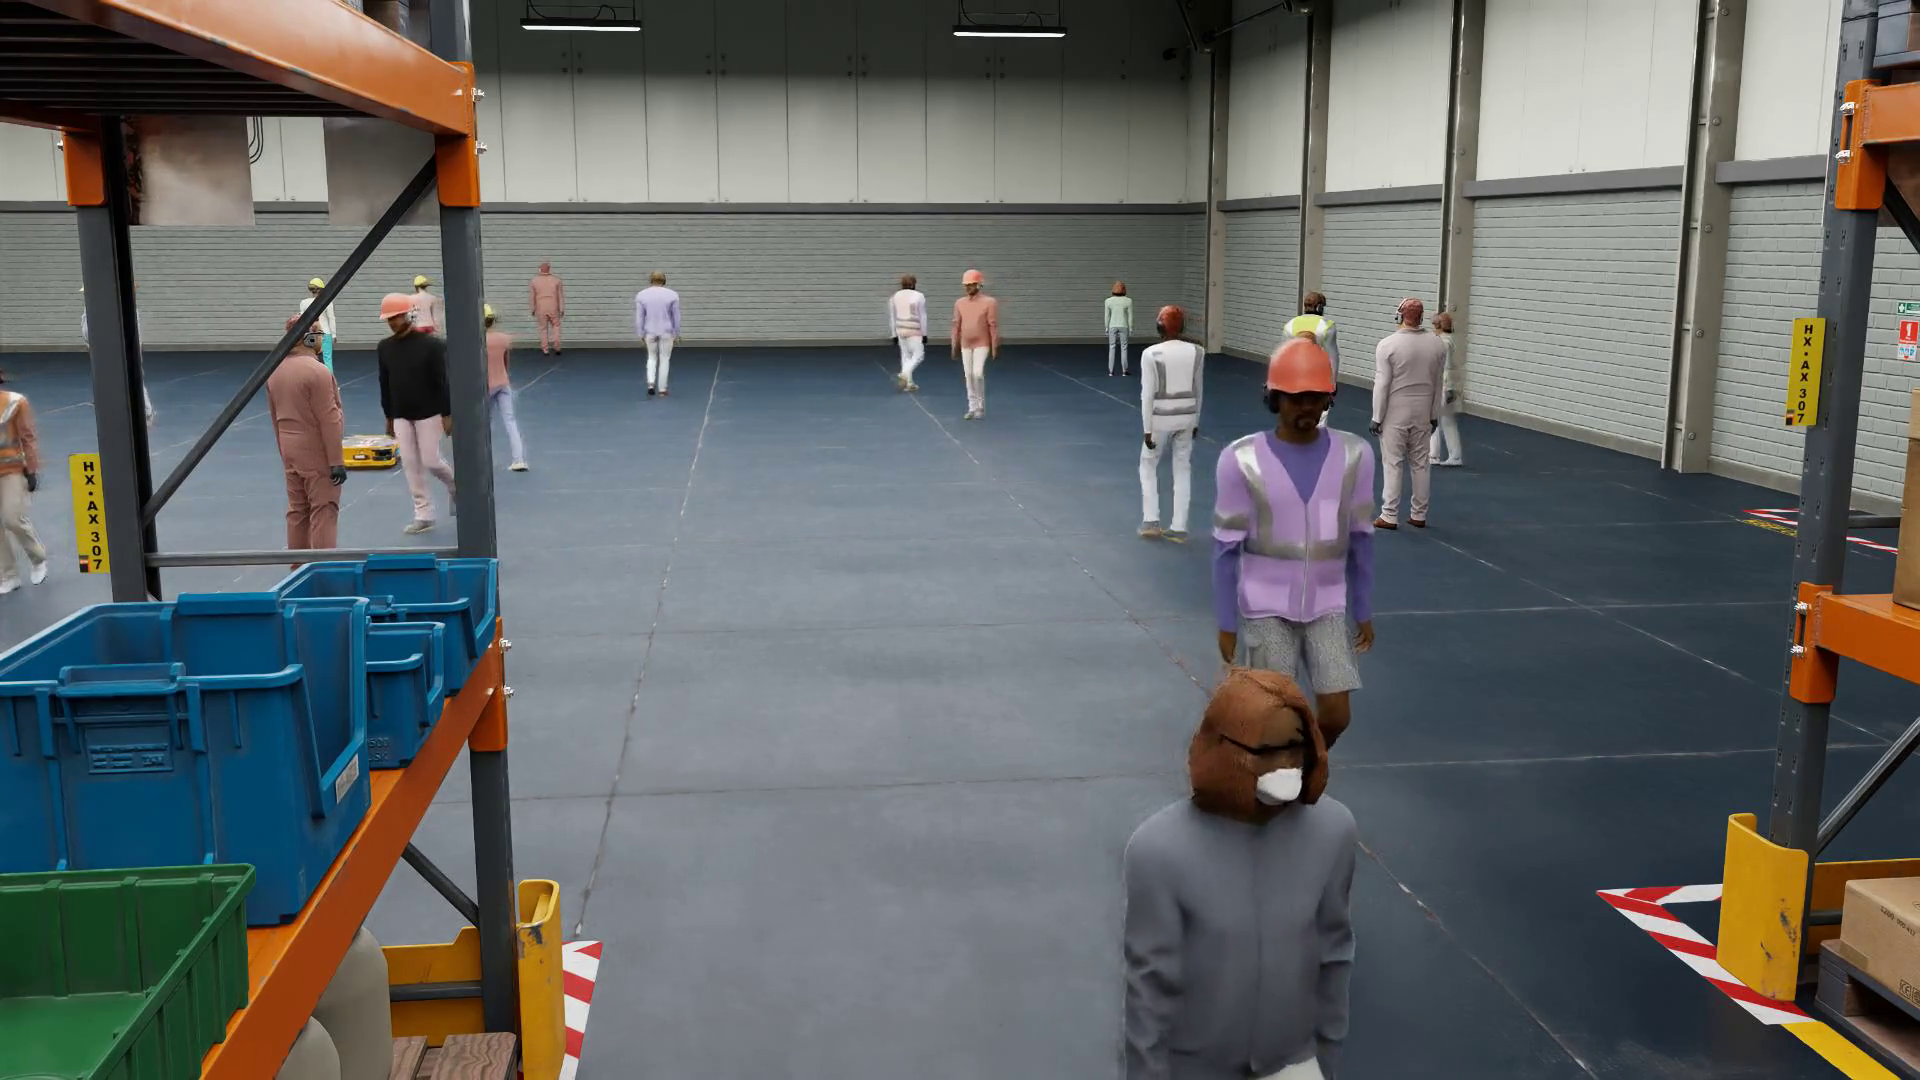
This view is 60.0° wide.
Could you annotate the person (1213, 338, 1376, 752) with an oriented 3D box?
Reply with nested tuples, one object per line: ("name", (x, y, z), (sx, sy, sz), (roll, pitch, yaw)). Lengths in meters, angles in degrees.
("person", (1.273, 0.253, 6.310), (0.641, 2.030, 0.439), (-1, 10, -4))

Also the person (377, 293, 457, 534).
("person", (-4.416, -1.049, 13.655), (0.625, 1.959, 0.658), (3, 11, 15))

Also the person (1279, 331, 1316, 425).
("person", (2.835, -0.945, 13.994), (0.279, 1.626, 0.512), (-2, 10, -9))

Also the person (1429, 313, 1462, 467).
("person", (5.049, -1.568, 17.414), (0.539, 1.609, 0.549), (4, 11, 19))

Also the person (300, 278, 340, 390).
("person", (-10.011, -3.202, 26.004), (0.524, 1.759, 0.328), (0, 10, -1))

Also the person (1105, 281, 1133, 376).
("person", (2.759, -3.662, 28.868), (0.500, 1.633, 0.284), (3, 11, 14))

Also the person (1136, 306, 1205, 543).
("person", (1.652, -0.922, 13.197), (0.587, 1.862, 0.611), (-3, 11, -17))

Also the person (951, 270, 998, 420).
("person", (0.156, -2.552, 21.834), (0.646, 1.971, 0.527), (5, 12, 27))

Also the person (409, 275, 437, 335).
("person", (-9.211, -3.681, 28.643), (0.583, 1.745, 0.535), (7, 13, 35))

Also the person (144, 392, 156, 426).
("person", (-10.432, -2.273, 20.679), (0.567, 1.850, 0.933), (1, 10, 4))

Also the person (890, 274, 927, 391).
("person", (-0.810, -3.214, 25.882), (0.641, 1.828, 0.579), (7, 13, 34))

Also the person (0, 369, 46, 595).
("person", (-6.494, -0.435, 11.209), (0.519, 1.624, 0.362), (-1, 10, -4))

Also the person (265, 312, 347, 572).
("person", (-4.310, -0.559, 11.109), (0.642, 1.909, 0.409), (7, 13, 34))

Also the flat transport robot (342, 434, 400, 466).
("flat transport robot", (-6.336, -0.968, 17.830), (0.652, 0.197, 1.431), (-2, 10, -10))

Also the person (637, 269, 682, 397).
("person", (-4.507, -3.100, 24.994), (0.631, 1.919, 0.437), (1, 10, 4))

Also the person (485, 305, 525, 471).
("person", (-4.855, -1.566, 17.161), (0.922, 1.718, 0.541), (8, 13, 37))

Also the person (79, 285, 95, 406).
("person", (-12.187, -2.788, 23.534), (0.597, 1.828, 0.403), (8, 13, 37))

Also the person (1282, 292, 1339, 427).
("person", (3.665, -1.654, 17.303), (0.619, 1.838, 0.430), (9, 14, 40))

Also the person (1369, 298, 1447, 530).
("person", (3.666, -1.036, 13.723), (0.648, 1.907, 0.409), (-3, 11, -18))

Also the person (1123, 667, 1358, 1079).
("person", (0.536, 1.031, 3.170), (0.509, 1.621, 0.378), (-3, 11, -15))

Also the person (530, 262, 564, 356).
("person", (-8.371, -4.685, 33.734), (0.670, 1.898, 0.460), (-2, 11, -12))
